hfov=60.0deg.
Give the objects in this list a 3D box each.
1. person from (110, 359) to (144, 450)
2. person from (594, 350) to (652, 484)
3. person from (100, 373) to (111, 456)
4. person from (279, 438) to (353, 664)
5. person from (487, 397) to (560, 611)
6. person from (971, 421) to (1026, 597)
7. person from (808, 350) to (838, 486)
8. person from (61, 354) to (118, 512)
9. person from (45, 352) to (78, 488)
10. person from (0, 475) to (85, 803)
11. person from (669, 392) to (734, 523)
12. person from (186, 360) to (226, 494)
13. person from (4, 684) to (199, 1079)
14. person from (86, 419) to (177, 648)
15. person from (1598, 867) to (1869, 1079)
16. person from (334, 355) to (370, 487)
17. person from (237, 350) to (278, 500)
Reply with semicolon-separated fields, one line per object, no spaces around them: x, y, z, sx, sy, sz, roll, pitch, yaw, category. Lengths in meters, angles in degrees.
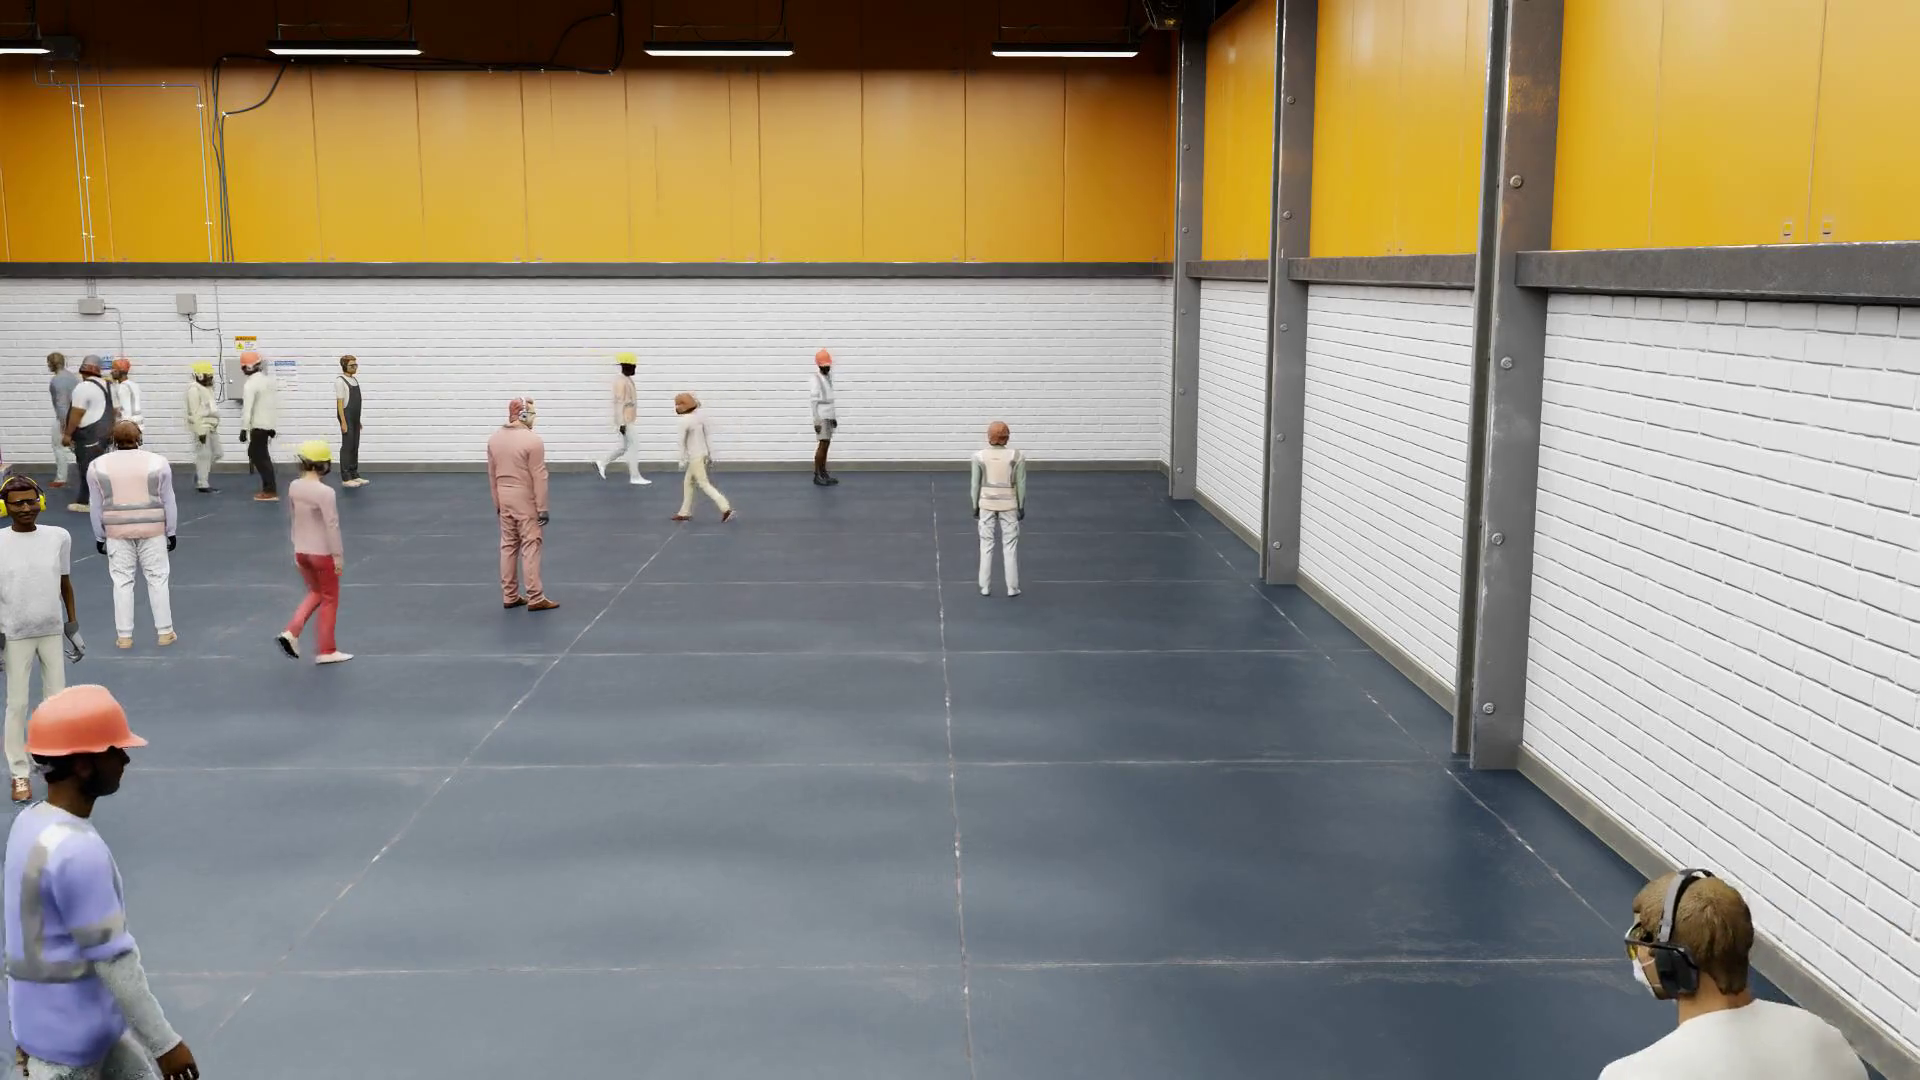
-10.727;-1.387;21.445;0.367;1.882;0.628;-2;10;-13;person
-4.774;-1.722;23.418;0.750;1.903;0.590;0;9;-2;person
-11.258;-1.349;21.727;0.534;1.697;0.904;-1;9;-6;person
-4.929;0.100;12.686;0.538;1.748;0.444;6;11;35;person
-3.887;-0.319;14.813;0.642;1.902;0.399;6;11;32;person
0.354;-0.282;15.405;0.516;1.636;0.312;2;9;10;person
-1.917;-1.716;23.438;0.361;1.896;0.570;4;10;23;person
-10.836;-1.348;20.688;0.621;2.000;0.702;0;9;-2;person
-12.292;-1.668;23.107;0.808;1.909;0.664;-1;9;-7;person
-5.321;0.553;9.557;0.321;1.871;0.532;8;13;42;person
-3.085;-0.970;19.822;0.858;1.580;0.509;3;10;18;person
-10.157;-1.509;22.380;0.425;1.814;0.617;-1;9;-7;person
-2.461;1.345;4.684;1.013;1.885;0.562;-6;11;-35;person
-6.614;-0.051;13.344;0.625;1.846;0.429;-4;10;-23;person
1.563;1.601;3.205;0.641;1.870;1.058;-5;11;-29;person
-8.498;-1.660;23.201;0.332;1.844;0.517;1;9;6;person
-9.188;-1.488;21.744;0.508;1.972;0.618;0;9;-3;person
